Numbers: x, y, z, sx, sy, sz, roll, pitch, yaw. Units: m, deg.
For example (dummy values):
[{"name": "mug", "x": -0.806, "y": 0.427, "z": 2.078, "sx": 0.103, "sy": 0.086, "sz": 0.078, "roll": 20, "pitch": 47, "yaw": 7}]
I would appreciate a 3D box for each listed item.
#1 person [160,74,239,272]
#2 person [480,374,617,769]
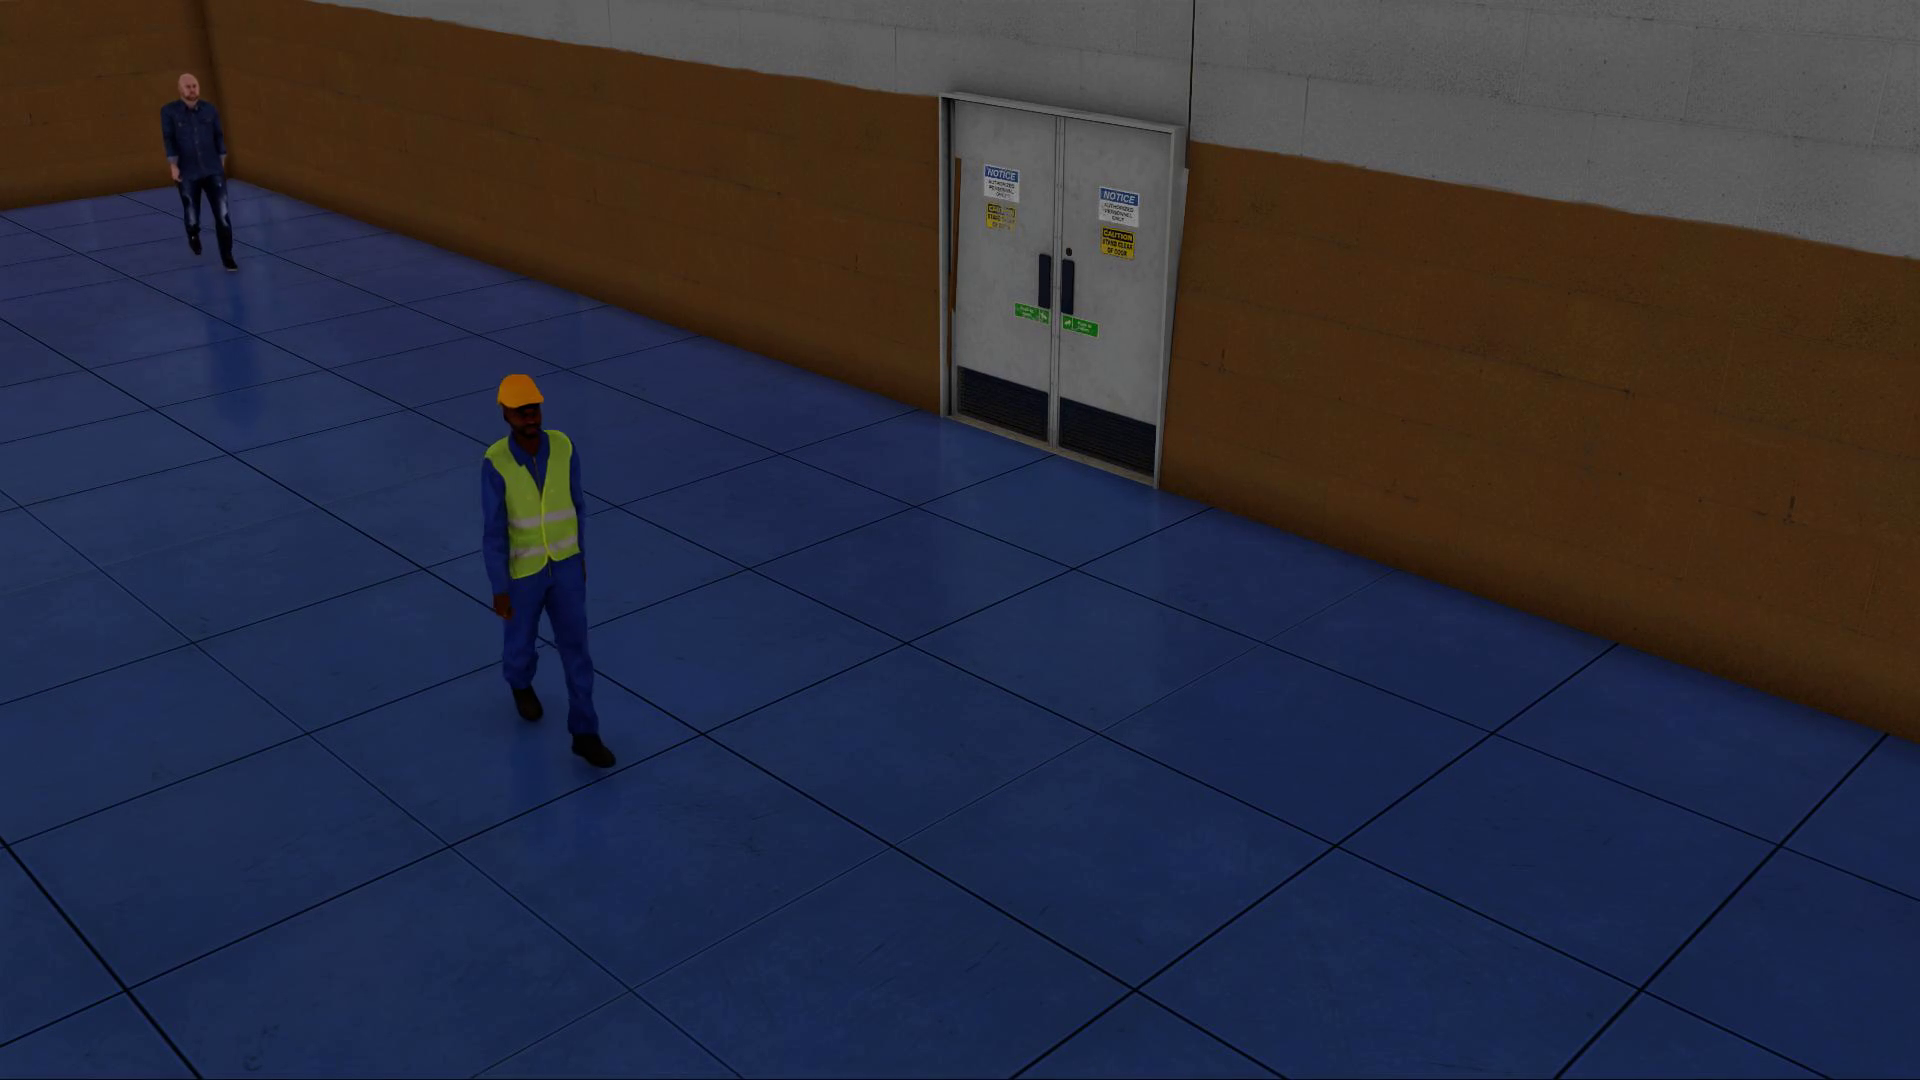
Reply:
[{"name": "person", "x": -7.191, "y": -3.455, "z": 15.681, "sx": 1.090, "sy": 1.798, "sz": 0.926, "roll": -15, "pitch": 28, "yaw": -30}, {"name": "person", "x": -1.951, "y": 0.107, "z": 7.574, "sx": 1.176, "sy": 1.771, "sz": 0.877, "roll": -16, "pitch": 28, "yaw": -32}]
